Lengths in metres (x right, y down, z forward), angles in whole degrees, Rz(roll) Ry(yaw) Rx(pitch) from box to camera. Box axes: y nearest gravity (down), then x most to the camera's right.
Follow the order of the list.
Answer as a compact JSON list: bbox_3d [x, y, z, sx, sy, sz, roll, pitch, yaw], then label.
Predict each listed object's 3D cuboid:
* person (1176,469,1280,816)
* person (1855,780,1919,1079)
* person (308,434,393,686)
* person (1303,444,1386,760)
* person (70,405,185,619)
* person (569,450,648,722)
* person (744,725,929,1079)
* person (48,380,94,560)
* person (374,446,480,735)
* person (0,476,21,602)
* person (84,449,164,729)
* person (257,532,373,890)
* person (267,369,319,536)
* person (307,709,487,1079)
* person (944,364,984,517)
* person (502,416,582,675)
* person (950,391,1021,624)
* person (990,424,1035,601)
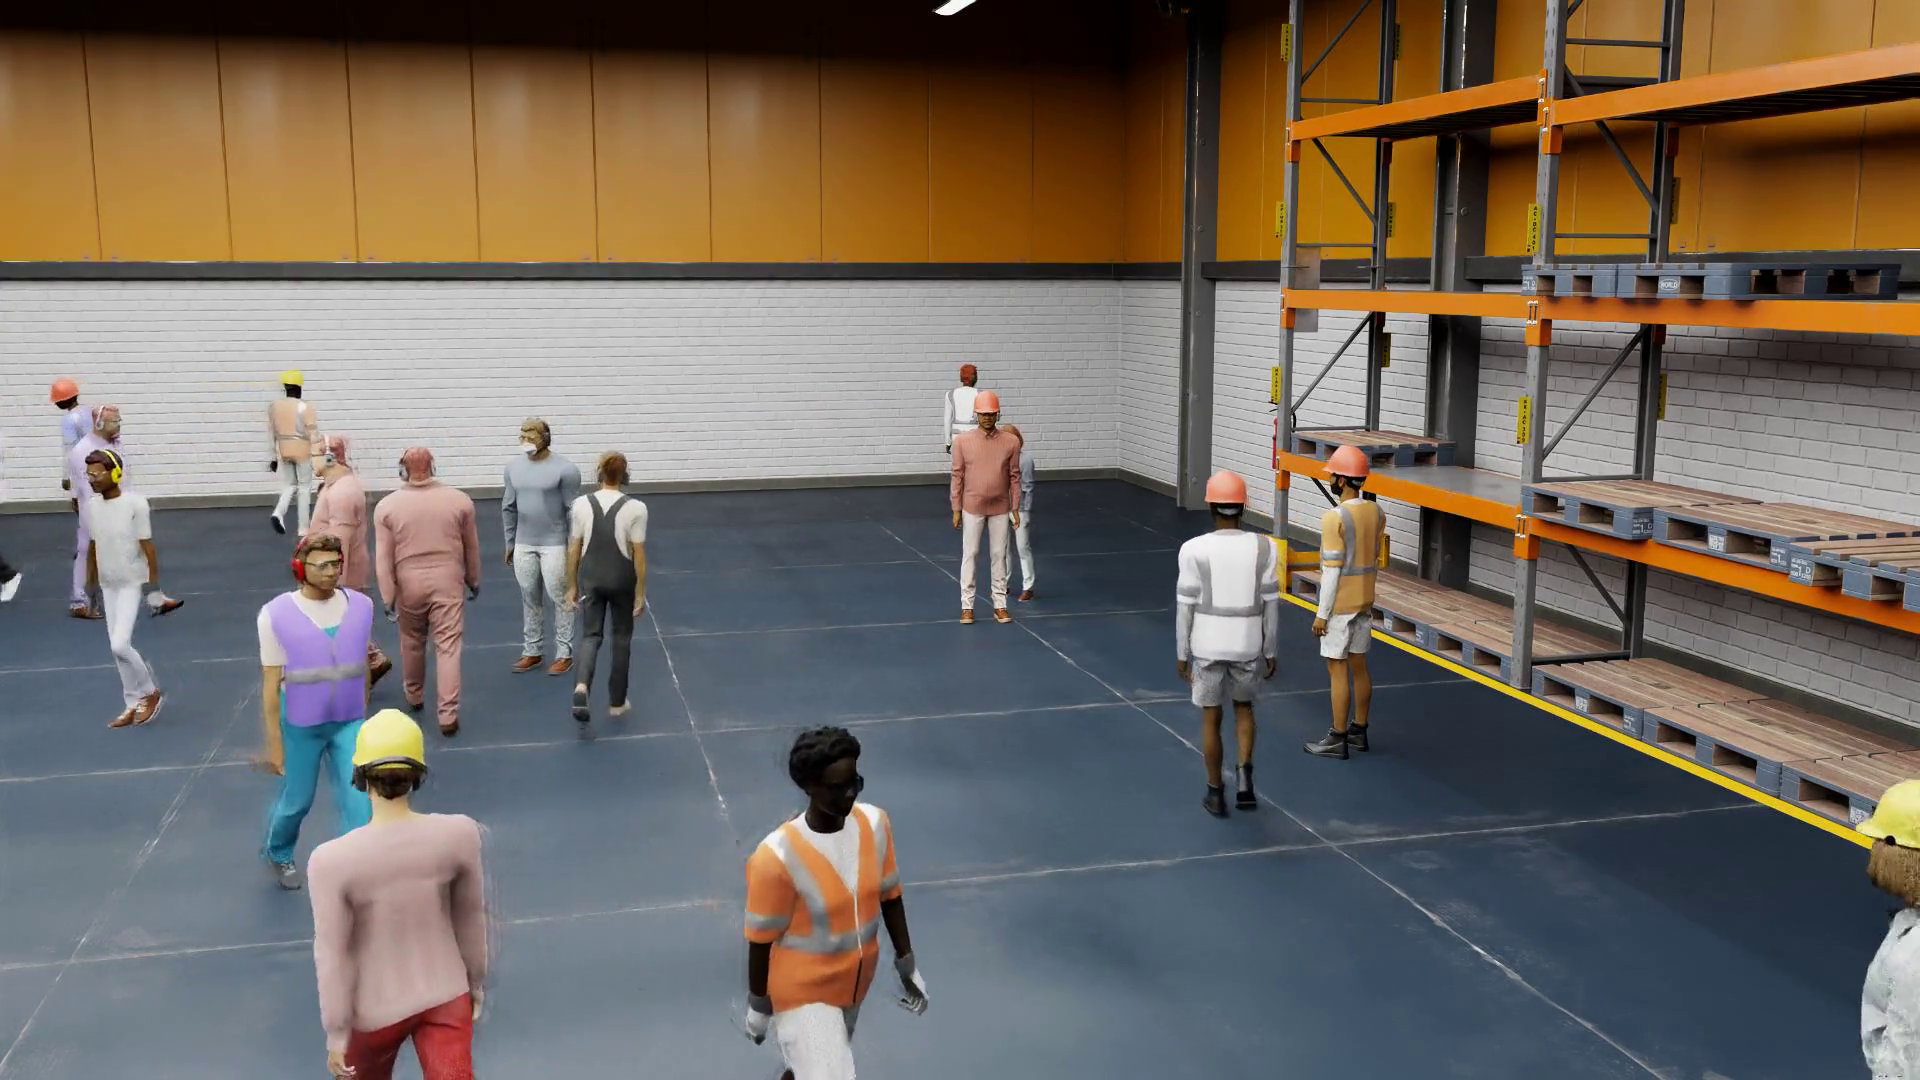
[{"bbox_3d":[1.450,0.575,9.079,0.563,1.928,0.423,0,9,-3],"label":"person"},{"bbox_3d":[2.390,1.448,4.213,0.379,1.731,0.503,7,12,38],"label":"person"},{"bbox_3d":[-4.269,0.207,11.491,0.434,1.892,0.658,-4,10,-21],"label":"person"},{"bbox_3d":[2.367,0.380,10.256,0.545,1.942,0.354,-9,13,-43],"label":"person"},{"bbox_3d":[-7.249,-0.224,14.279,0.985,1.855,0.664,2,9,11],"label":"person"},{"bbox_3d":[-2.335,0.330,10.966,0.557,1.818,0.664,0,9,3],"label":"person"},{"bbox_3d":[-0.402,1.357,5.068,0.864,1.649,0.541,7,12,39],"label":"person"},{"bbox_3d":[-9.223,-0.753,17.512,0.364,1.896,0.675,0,9,1],"label":"person"},{"bbox_3d":[-3.513,0.302,11.011,0.651,1.855,1.006,-3,10,-19],"label":"person"},{"bbox_3d":[-8.739,-0.325,14.747,0.621,1.900,0.476,5,11,31],"label":"person"},{"bbox_3d":[-5.496,0.327,10.862,0.565,1.849,0.426,3,10,19],"label":"person"},{"bbox_3d":[-3.013,0.844,7.792,0.913,1.819,0.579,8,12,43],"label":"person"},{"bbox_3d":[-7.524,-0.970,18.777,0.594,1.911,0.505,2,9,15],"label":"person"},{"bbox_3d":[-1.603,1.357,4.866,0.522,1.723,0.917,-7,11,-37],"label":"person"},{"bbox_3d":[0.098,-1.204,20.323,0.583,1.882,0.337,3,10,17],"label":"person"},{"bbox_3d":[-3.112,0.042,12.381,0.635,1.936,0.356,3,9,16],"label":"person"},{"bbox_3d":[0.223,-0.277,14.195,0.620,1.994,0.381,-1,9,-9],"label":"person"},{"bbox_3d":[0.474,-0.252,15.198,0.499,1.624,0.303,7,11,37],"label":"person"}]
